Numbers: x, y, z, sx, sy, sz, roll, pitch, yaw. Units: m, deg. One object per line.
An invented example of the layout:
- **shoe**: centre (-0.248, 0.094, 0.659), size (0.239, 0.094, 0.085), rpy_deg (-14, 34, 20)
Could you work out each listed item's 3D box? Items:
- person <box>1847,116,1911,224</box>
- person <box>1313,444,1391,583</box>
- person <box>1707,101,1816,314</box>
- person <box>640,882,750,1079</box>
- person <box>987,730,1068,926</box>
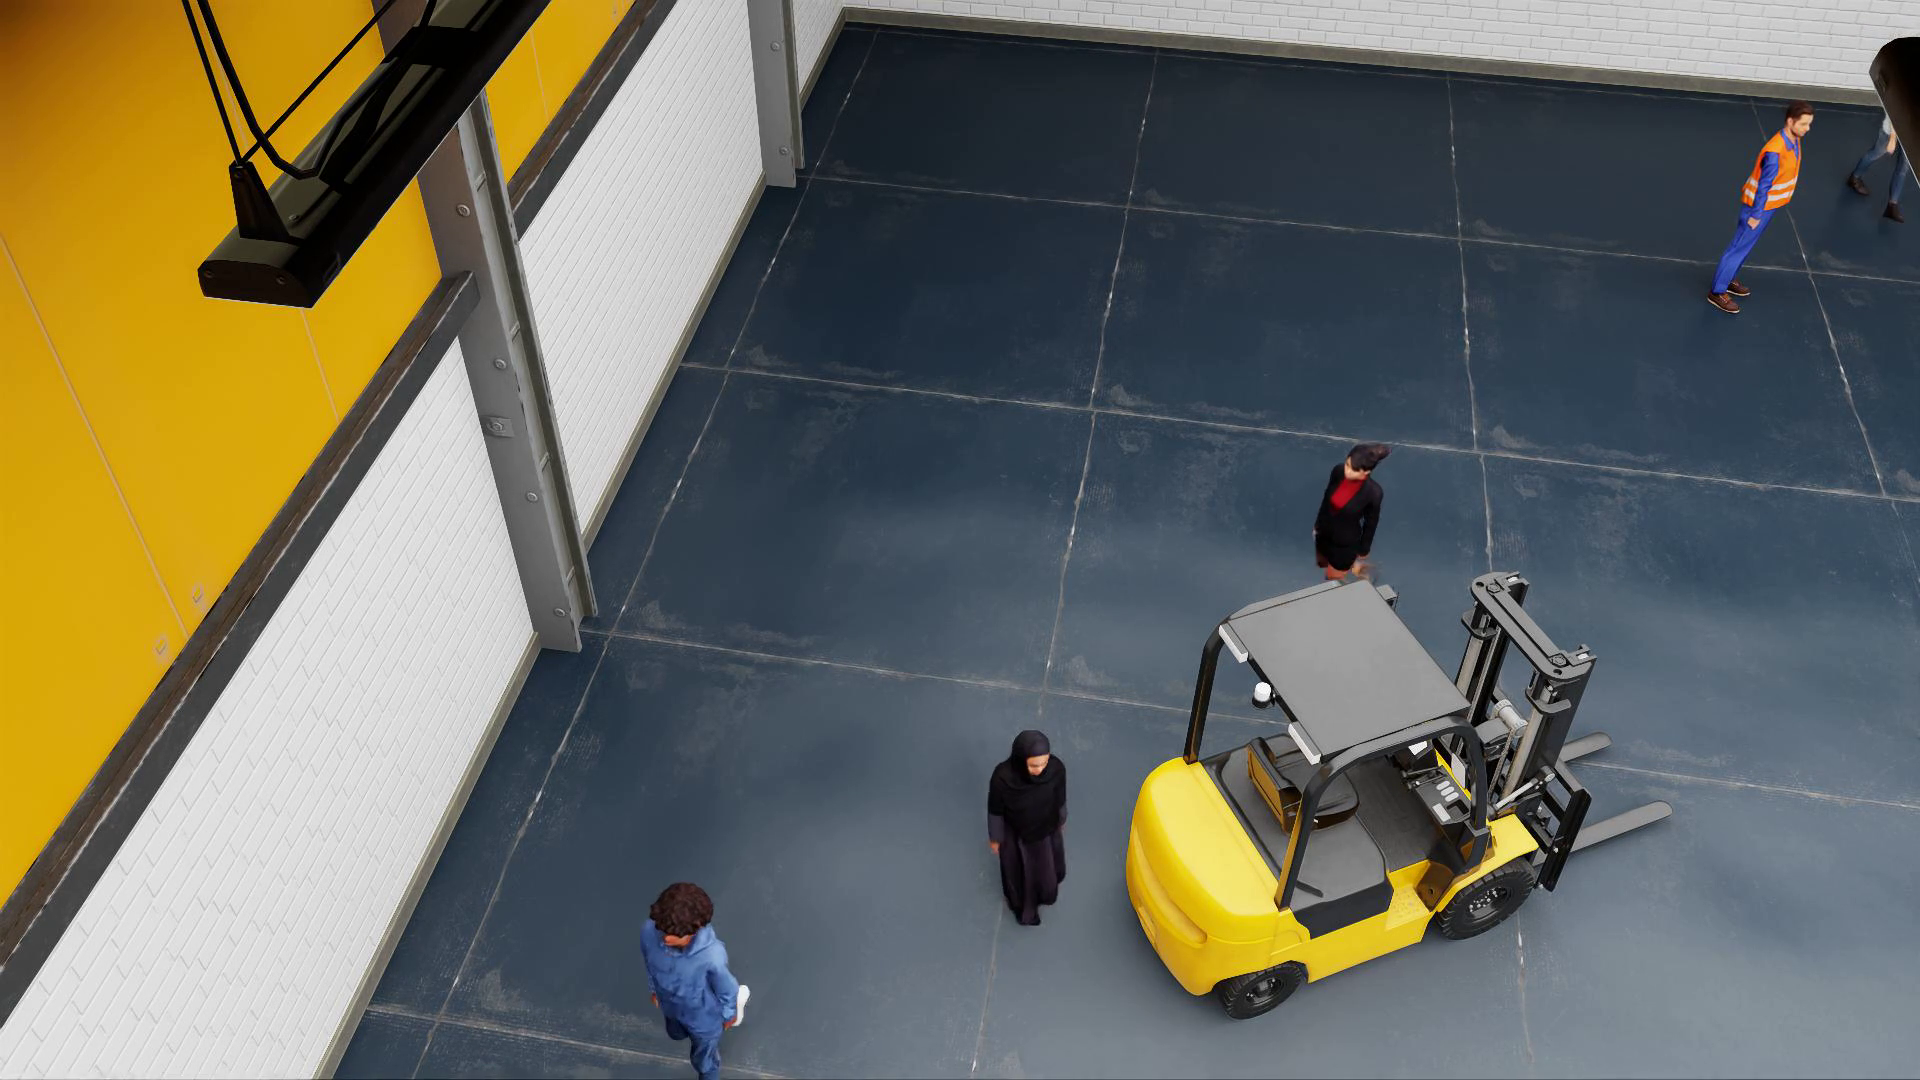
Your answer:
- **person**: centre (8.371, -3.709, 14.867), size (0.878, 1.593, 1.125), rpy_deg (-16, 46, -16)
- **person**: centre (2.549, -0.026, 10.981), size (0.971, 1.620, 0.907), rpy_deg (-27, 50, -26)
- **person**: centre (6.597, -2.767, 13.684), size (0.847, 1.861, 0.714), rpy_deg (27, 50, 26)
- **person**: centre (-1.315, 2.264, 8.453), size (0.907, 1.792, 1.089), rpy_deg (24, 49, 23)
- **person**: centre (0.371, 1.541, 9.347), size (0.756, 1.605, 0.846), rpy_deg (-6, 44, -7)
